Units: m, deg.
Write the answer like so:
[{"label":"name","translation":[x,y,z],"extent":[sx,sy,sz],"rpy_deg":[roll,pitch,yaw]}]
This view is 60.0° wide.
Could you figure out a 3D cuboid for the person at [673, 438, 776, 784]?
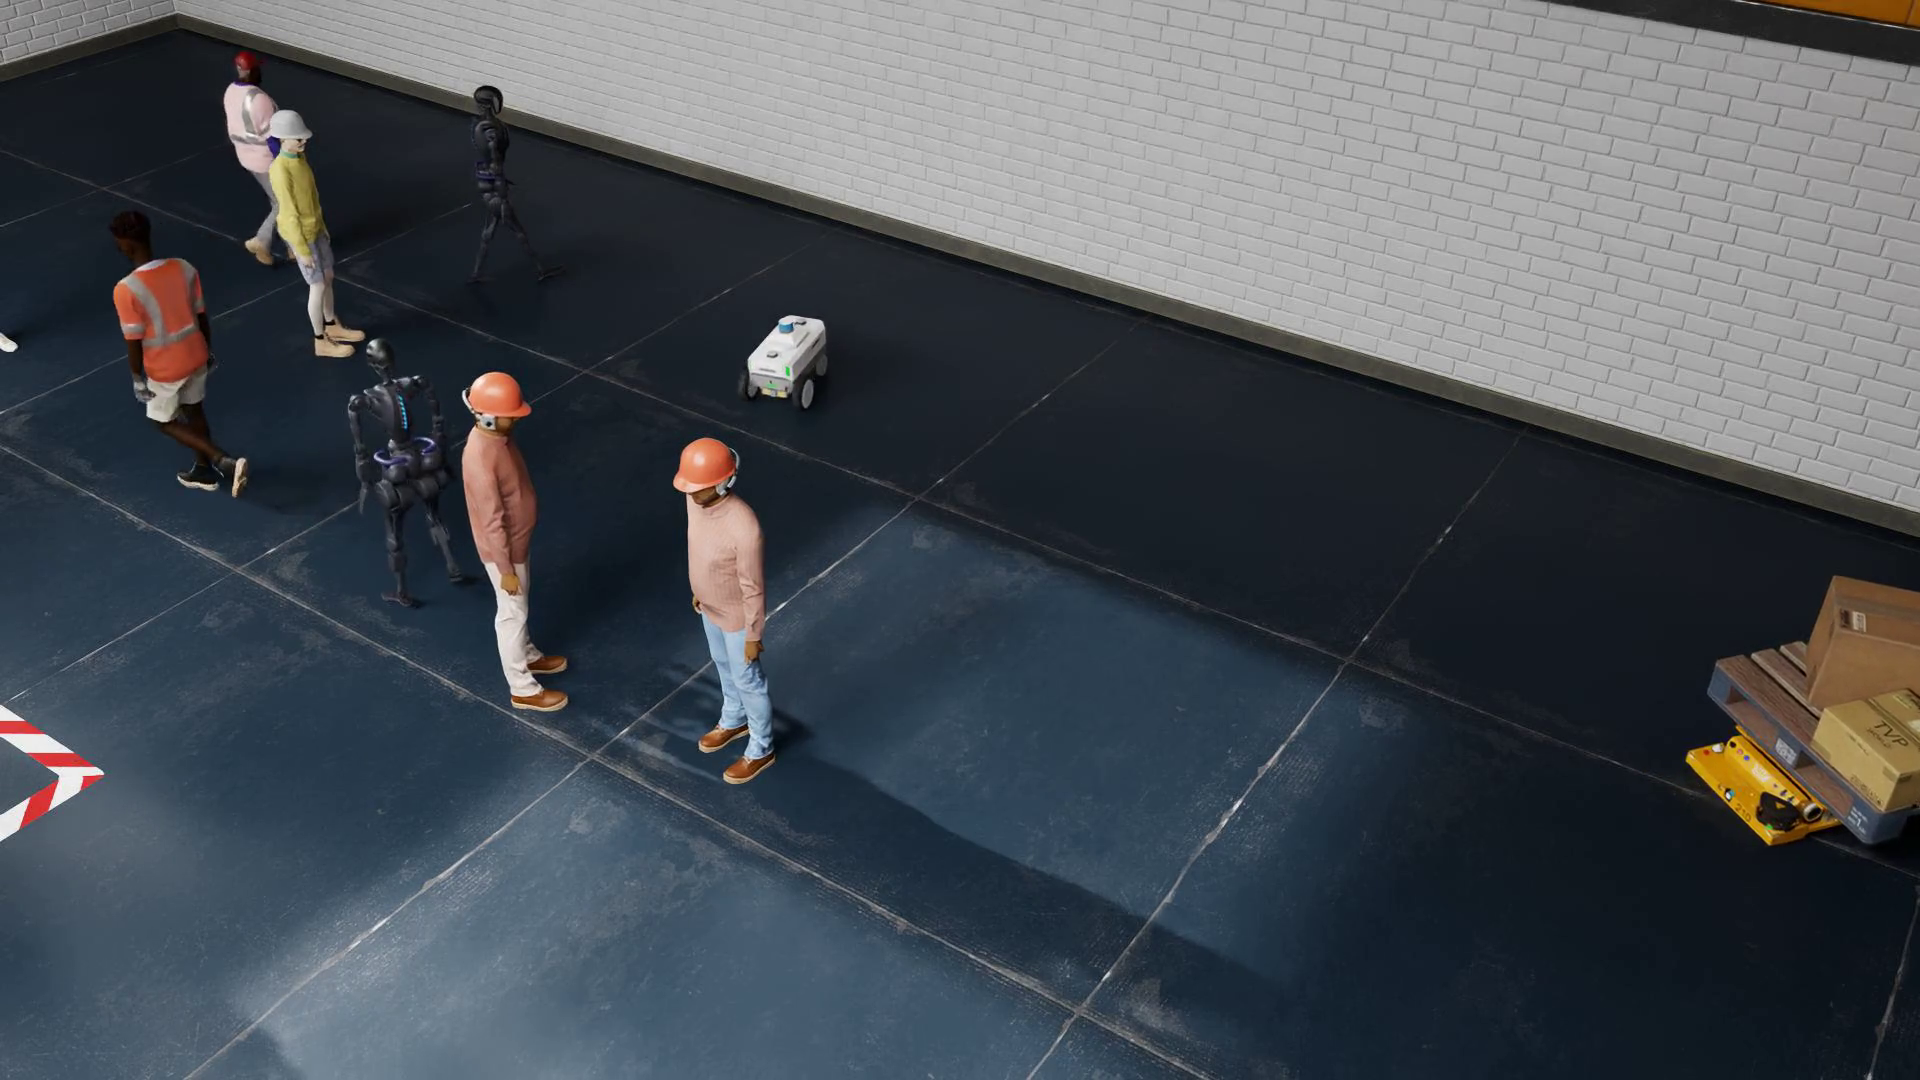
[{"label":"person","translation":[-1.169,0.340,8.284],"extent":[0.403,1.986,0.610],"rpy_deg":[-23,41,-29]}]

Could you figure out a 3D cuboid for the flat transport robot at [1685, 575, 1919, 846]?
[{"label":"flat transport robot","translation":[4.585,1.152,8.617],"extent":[1.431,0.231,0.659],"rpy_deg":[-10,36,-14]}]

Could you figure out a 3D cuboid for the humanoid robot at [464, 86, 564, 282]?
[{"label":"humanoid robot","translation":[-3.620,-2.780,13.055],"extent":[0.785,1.623,0.609],"rpy_deg":[-11,37,-16]}]

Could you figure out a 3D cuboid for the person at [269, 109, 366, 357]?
[{"label":"person","translation":[-4.709,-2.202,12.010],"extent":[0.412,1.880,0.491],"rpy_deg":[-1,35,-1]}]

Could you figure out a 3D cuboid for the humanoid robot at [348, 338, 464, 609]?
[{"label":"humanoid robot","translation":[-3.198,-0.389,9.597],"extent":[0.608,1.634,0.377],"rpy_deg":[-28,44,-34]}]

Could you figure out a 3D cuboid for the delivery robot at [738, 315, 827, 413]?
[{"label":"delivery robot","translation":[-1.232,-1.281,11.857],"extent":[0.499,0.609,0.813],"rpy_deg":[11,36,15]}]

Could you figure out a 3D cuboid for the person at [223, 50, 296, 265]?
[{"label":"person","translation":[-5.584,-3.020,13.310],"extent":[0.652,1.726,0.613],"rpy_deg":[24,42,30]}]

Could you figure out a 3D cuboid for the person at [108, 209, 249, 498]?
[{"label":"person","translation":[-4.847,-1.109,10.394],"extent":[0.666,1.936,0.645],"rpy_deg":[12,37,16]}]

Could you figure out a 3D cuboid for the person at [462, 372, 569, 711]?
[{"label":"person","translation":[-2.351,0.004,8.764],"extent":[0.406,1.983,0.610],"rpy_deg":[-5,35,-7]}]

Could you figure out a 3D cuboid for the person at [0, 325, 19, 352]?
[{"label":"person","translation":[-7.294,-2.161,11.965],"extent":[0.317,1.860,0.527],"rpy_deg":[26,43,32]}]
